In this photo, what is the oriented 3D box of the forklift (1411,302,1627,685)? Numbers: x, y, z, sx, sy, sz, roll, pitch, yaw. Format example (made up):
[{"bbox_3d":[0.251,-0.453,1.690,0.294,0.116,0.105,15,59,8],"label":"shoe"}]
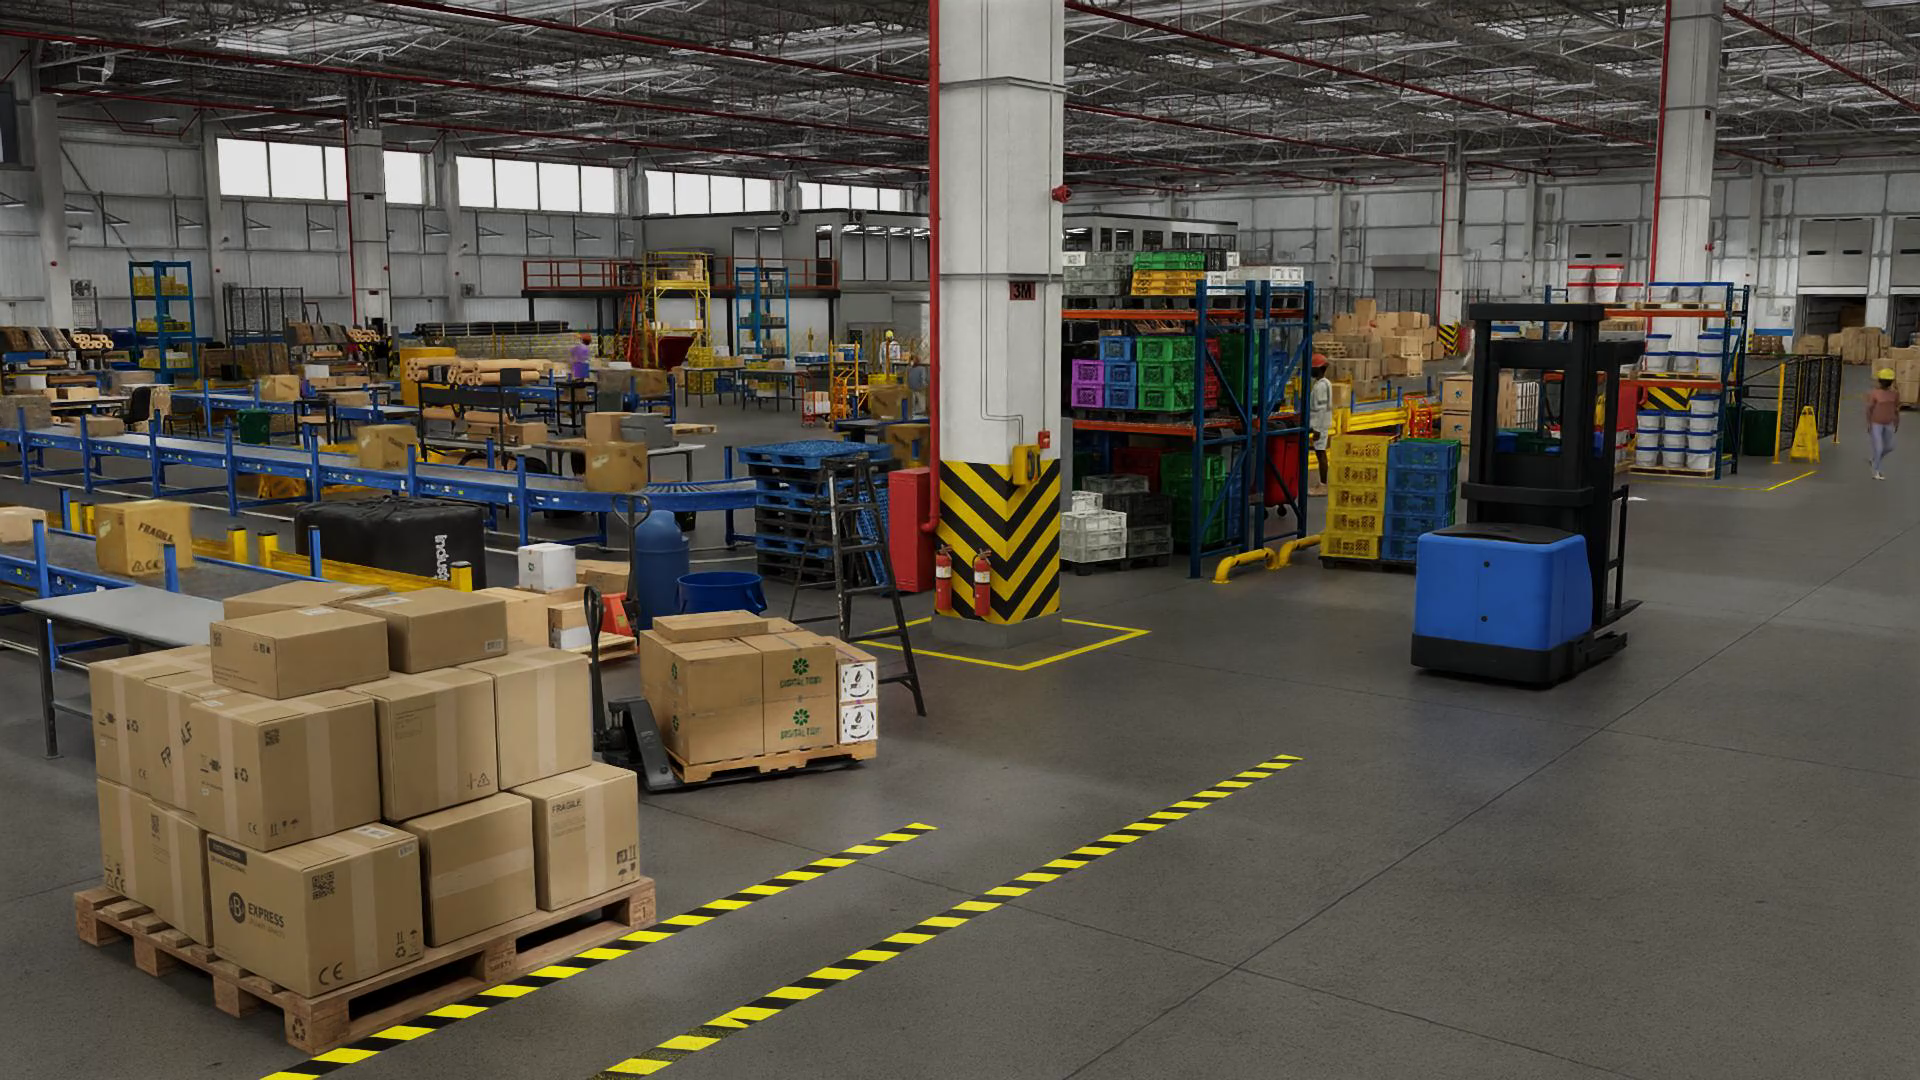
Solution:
[{"bbox_3d":[4.379,-0.438,12.852,1.129,2.768,1.873,7,11,37],"label":"forklift"}]

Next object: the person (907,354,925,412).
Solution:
[{"bbox_3d":[-0.940,-3.190,35.730,0.514,1.591,0.847,5,10,32],"label":"person"}]

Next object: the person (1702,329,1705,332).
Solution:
[{"bbox_3d":[24.640,-6.393,55.815,0.535,2.000,0.674,-2,9,-14],"label":"person"}]

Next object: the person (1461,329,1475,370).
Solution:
[{"bbox_3d":[19.326,-7.289,62.576,0.998,1.841,0.571,-4,9,-23],"label":"person"}]

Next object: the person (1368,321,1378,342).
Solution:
[{"bbox_3d":[14.783,-6.904,59.650,0.398,1.919,0.556,3,9,21],"label":"person"}]

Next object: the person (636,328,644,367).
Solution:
[{"bbox_3d":[-11.105,-6.529,57.877,0.352,1.704,0.534,-1,8,-6],"label":"person"}]

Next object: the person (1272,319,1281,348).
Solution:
[{"bbox_3d":[12.467,-7.764,65.645,0.387,1.875,0.726,5,10,31],"label":"person"}]

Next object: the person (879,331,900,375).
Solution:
[{"bbox_3d":[-2.028,-5.072,47.606,0.587,1.833,0.404,1,8,5],"label":"person"}]

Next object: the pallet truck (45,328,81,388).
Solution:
[{"bbox_3d":[-23.775,-4.544,43.495,1.885,1.965,0.823,6,10,35],"label":"pallet truck"}]

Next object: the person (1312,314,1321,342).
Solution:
[{"bbox_3d":[18.611,-10.873,86.753,0.444,1.820,0.713,8,12,43],"label":"person"}]

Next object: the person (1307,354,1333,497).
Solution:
[{"bbox_3d":[5.101,-1.627,23.687,0.395,2.040,0.609,2,9,16],"label":"person"}]

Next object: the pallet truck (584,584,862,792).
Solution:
[{"bbox_3d":[-1.426,0.805,10.019,1.601,1.201,0.680,-4,9,-26],"label":"pallet truck"}]

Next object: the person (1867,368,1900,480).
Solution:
[{"bbox_3d":[14.341,-1.812,25.900,0.530,1.753,0.494,0,8,-2],"label":"person"}]

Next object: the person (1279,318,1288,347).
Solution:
[{"bbox_3d":[14.724,-9.201,75.584,0.527,1.788,0.988,3,9,19],"label":"person"}]

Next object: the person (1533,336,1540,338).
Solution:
[{"bbox_3d":[13.698,-4.013,40.366,0.832,1.870,0.666,5,10,30],"label":"person"}]

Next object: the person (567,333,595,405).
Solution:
[{"bbox_3d":[-9.791,-4.393,42.818,0.843,1.891,0.622,-7,11,-40],"label":"person"}]

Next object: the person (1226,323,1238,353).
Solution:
[{"bbox_3d":[9.055,-6.282,55.499,0.553,1.915,0.746,-6,10,-34],"label":"person"}]

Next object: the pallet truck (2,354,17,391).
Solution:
[{"bbox_3d":[-24.881,-4.417,42.634,1.885,1.965,0.823,8,11,41],"label":"pallet truck"}]

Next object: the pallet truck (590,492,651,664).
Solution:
[{"bbox_3d":[-3.115,0.344,12.883,0.653,1.274,1.630,7,11,37],"label":"pallet truck"}]

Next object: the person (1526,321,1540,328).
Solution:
[{"bbox_3d":[25.134,-8.864,72.900,0.626,1.913,0.876,1,8,7],"label":"person"}]
